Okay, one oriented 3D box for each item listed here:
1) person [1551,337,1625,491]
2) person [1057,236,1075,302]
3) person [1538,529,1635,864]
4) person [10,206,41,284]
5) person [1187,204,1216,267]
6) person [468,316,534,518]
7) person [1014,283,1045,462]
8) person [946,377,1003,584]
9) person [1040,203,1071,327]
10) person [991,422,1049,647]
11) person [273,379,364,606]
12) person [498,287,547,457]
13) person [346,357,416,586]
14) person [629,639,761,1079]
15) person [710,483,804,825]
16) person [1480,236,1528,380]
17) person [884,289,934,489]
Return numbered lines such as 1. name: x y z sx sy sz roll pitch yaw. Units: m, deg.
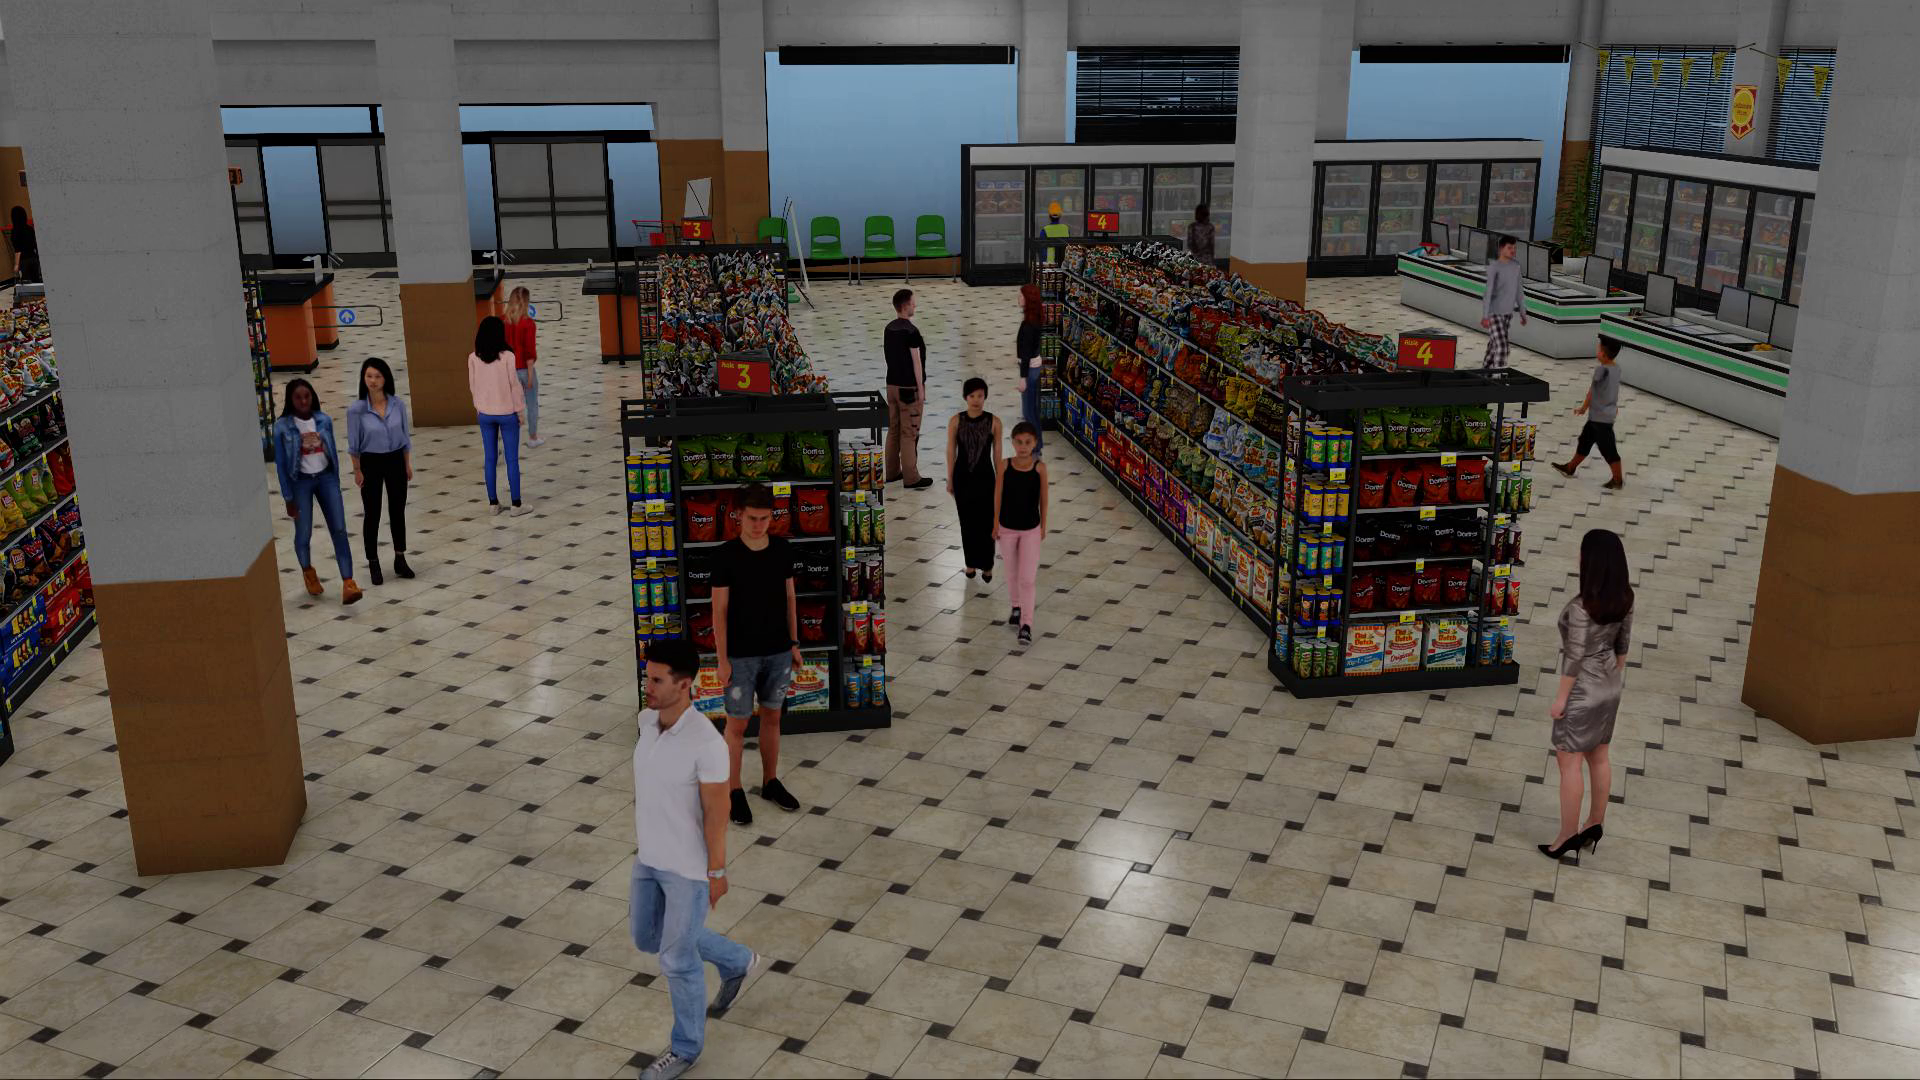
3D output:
1. person: 6.054 -1.201 15.505 1.066 1.423 0.921 16 23 42
2. person: 1.320 -3.071 21.324 0.800 1.620 0.667 -11 20 -33
3. person: 3.171 0.789 8.398 0.667 1.744 0.630 -10 20 -30
4. person: -13.969 -4.169 24.905 0.710 1.641 0.569 4 17 13
5. person: 3.538 -4.083 24.496 0.592 1.713 0.572 -1 17 -4
6. person: -4.029 -1.080 14.509 0.712 1.770 0.676 3 17 11
7. person: 0.682 -1.611 16.232 0.683 1.785 0.552 2 17 8
8. person: 0.112 -0.475 12.836 0.645 1.585 0.679 1 17 4
9. person: 1.356 -3.859 23.591 0.718 1.811 0.663 -7 18 -22
10. person: 0.414 -0.068 11.599 0.752 1.524 1.072 3 17 10
11. person: -4.824 -0.351 12.281 0.990 1.671 1.249 -13 21 -36
12. person: -4.436 -1.641 16.535 0.948 1.667 1.195 5 18 16
13. person: -4.428 -0.536 12.762 0.725 1.745 0.713 -13 21 -37
14. person: -1.070 1.252 6.700 0.993 1.844 0.986 -15 22 -40
15. person: -1.100 0.580 8.913 0.737 1.846 0.707 -11 20 -31
16. person: 6.324 -2.675 19.665 0.806 1.827 1.003 -9 19 -28
17. person: -0.527 -1.428 15.533 0.829 1.842 0.691 -12 20 -34
